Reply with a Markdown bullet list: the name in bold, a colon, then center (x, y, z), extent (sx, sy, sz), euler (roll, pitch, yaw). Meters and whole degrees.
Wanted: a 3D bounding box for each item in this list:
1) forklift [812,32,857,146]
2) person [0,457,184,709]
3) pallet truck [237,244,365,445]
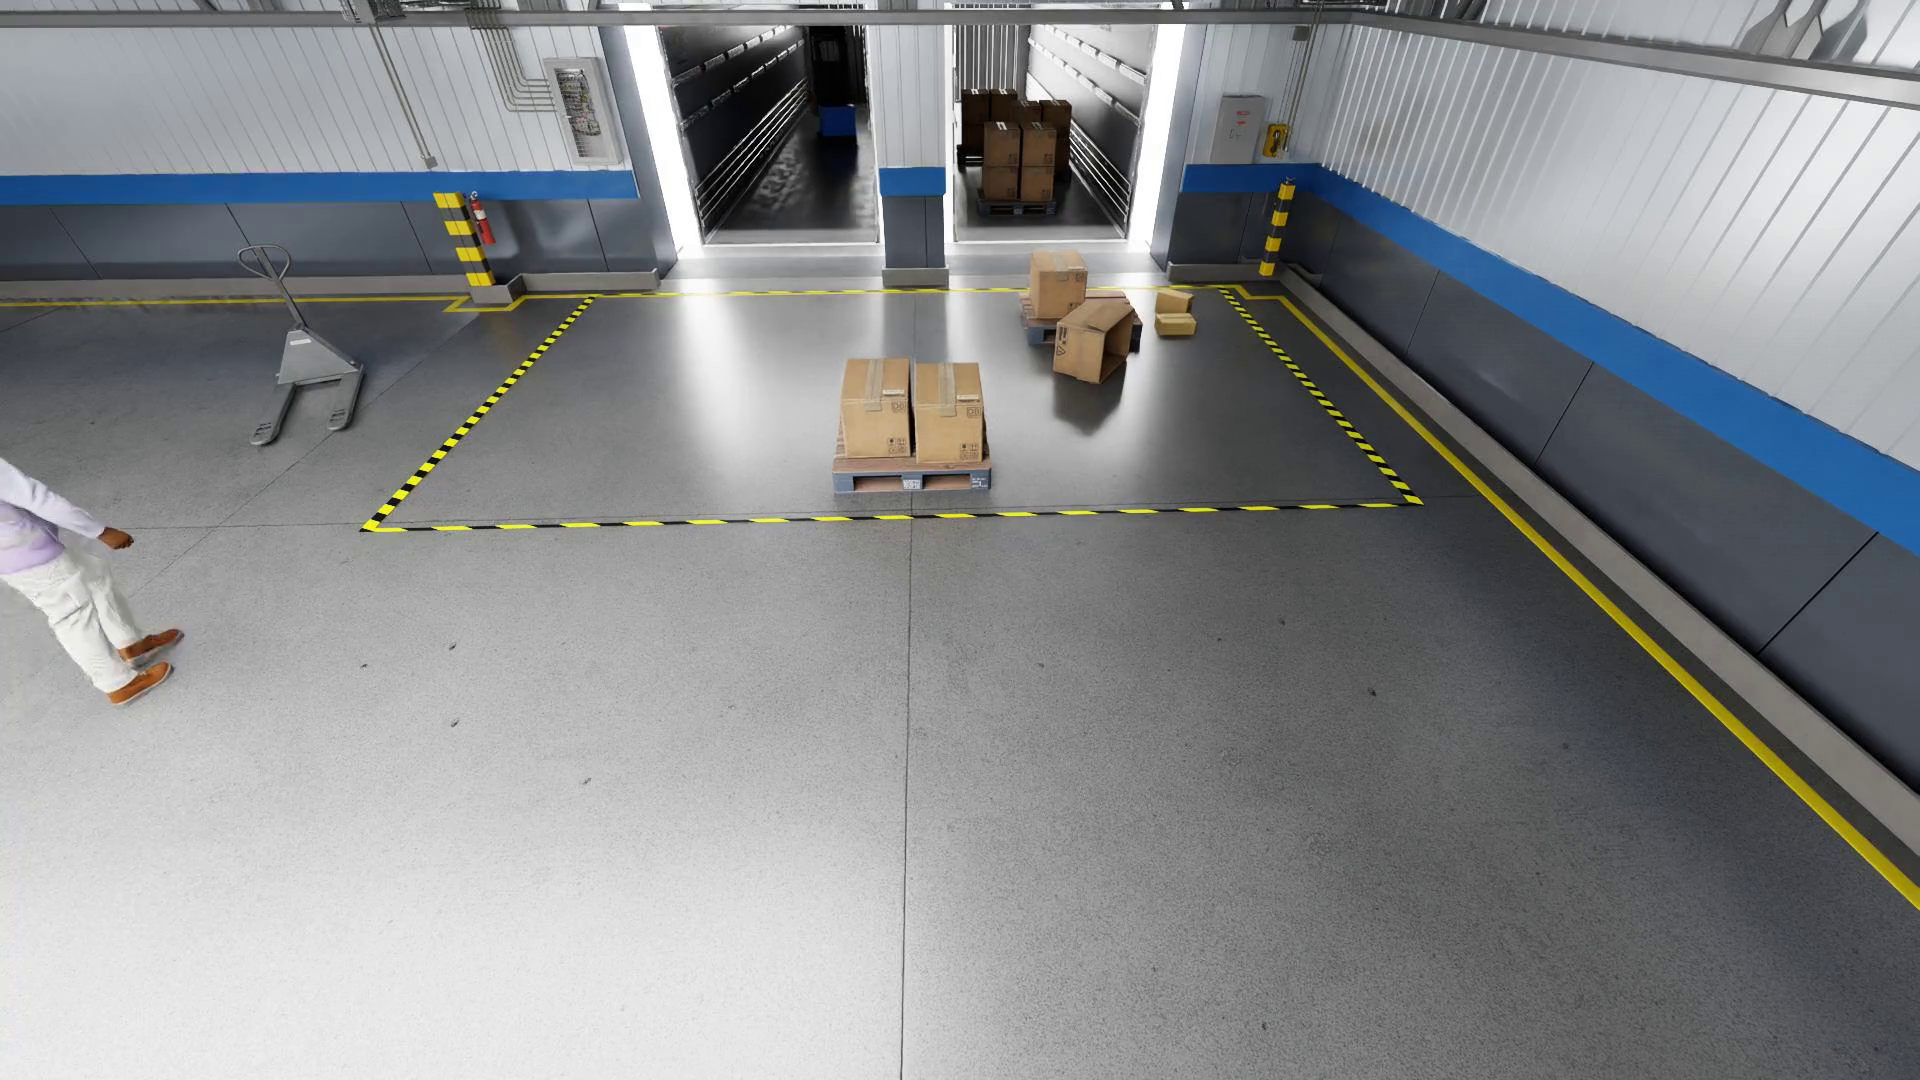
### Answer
- **forklift**: center (-2.673, -9.557, 15.581), extent (0.716, 2.013, 0.776), euler (-8, 39, -10)
- **person**: center (-4.602, 0.012, 3.612), extent (0.626, 1.924, 0.517), euler (8, 39, 10)
- **pallet truck**: center (-5.915, -1.733, 6.366), extent (0.680, 1.201, 1.601), euler (-18, 42, -21)
